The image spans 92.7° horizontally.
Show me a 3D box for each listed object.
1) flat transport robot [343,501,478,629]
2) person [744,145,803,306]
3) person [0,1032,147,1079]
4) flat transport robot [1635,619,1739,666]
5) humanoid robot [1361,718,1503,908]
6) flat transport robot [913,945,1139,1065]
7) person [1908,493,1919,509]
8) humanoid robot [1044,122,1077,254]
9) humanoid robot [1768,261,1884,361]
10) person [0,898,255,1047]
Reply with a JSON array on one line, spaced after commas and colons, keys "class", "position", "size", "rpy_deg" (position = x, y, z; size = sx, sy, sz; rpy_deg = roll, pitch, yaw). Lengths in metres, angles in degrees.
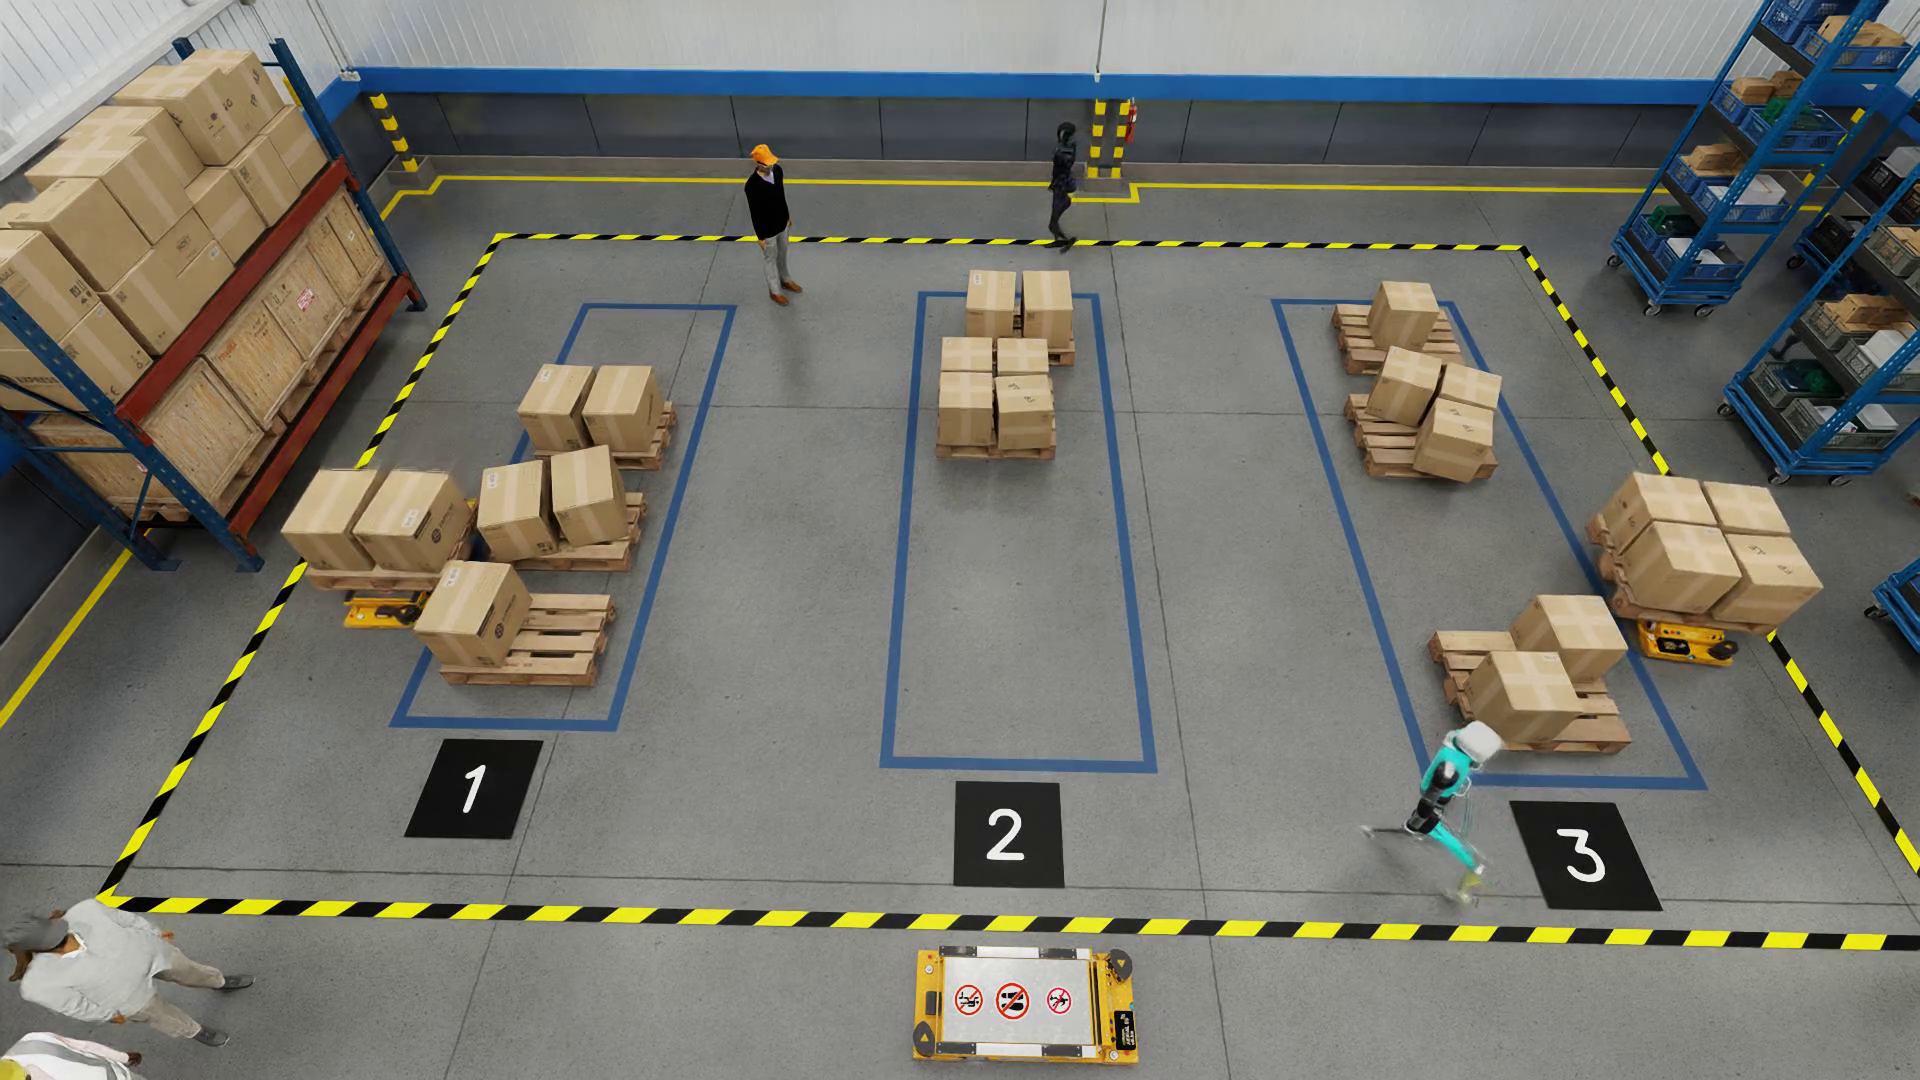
[{"class": "flat transport robot", "position": [-4.995, 0.161, 8.337], "size": [0.652, 0.197, 1.431], "rpy_deg": [1, 51, 1]}, {"class": "person", "position": [-2.095, -3.548, 10.336], "size": [0.376, 1.883, 0.590], "rpy_deg": [23, 54, 17]}, {"class": "person", "position": [-4.681, 3.079, 4.968], "size": [0.403, 1.827, 0.597], "rpy_deg": [-6, 51, -5]}, {"class": "flat transport robot", "position": [6.258, 0.425, 8.122], "size": [0.652, 0.197, 1.431], "rpy_deg": [7, 51, 5]}, {"class": "humanoid robot", "position": [3.344, 1.890, 6.045], "size": [1.047, 1.787, 0.531], "rpy_deg": [34, 59, 25]}, {"class": "flat transport robot", "position": [0.422, 3.041, 6.007], "size": [1.431, 0.231, 0.659], "rpy_deg": [1, 51, 1]}, {"class": "person", "position": [9.533, -0.681, 7.995], "size": [0.642, 1.885, 1.000], "rpy_deg": [-32, 57, -23]}, {"class": "humanoid robot", "position": [1.232, -4.229, 11.023], "size": [0.374, 1.642, 0.605], "rpy_deg": [-7, 51, -6]}, {"class": "humanoid robot", "position": [9.218, -2.411, 9.560], "size": [0.595, 1.635, 0.695], "rpy_deg": [0, 51, 0]}, {"class": "person", "position": [-4.937, 2.566, 5.425], "size": [0.399, 1.768, 0.570], "rpy_deg": [1, 51, 1]}]
